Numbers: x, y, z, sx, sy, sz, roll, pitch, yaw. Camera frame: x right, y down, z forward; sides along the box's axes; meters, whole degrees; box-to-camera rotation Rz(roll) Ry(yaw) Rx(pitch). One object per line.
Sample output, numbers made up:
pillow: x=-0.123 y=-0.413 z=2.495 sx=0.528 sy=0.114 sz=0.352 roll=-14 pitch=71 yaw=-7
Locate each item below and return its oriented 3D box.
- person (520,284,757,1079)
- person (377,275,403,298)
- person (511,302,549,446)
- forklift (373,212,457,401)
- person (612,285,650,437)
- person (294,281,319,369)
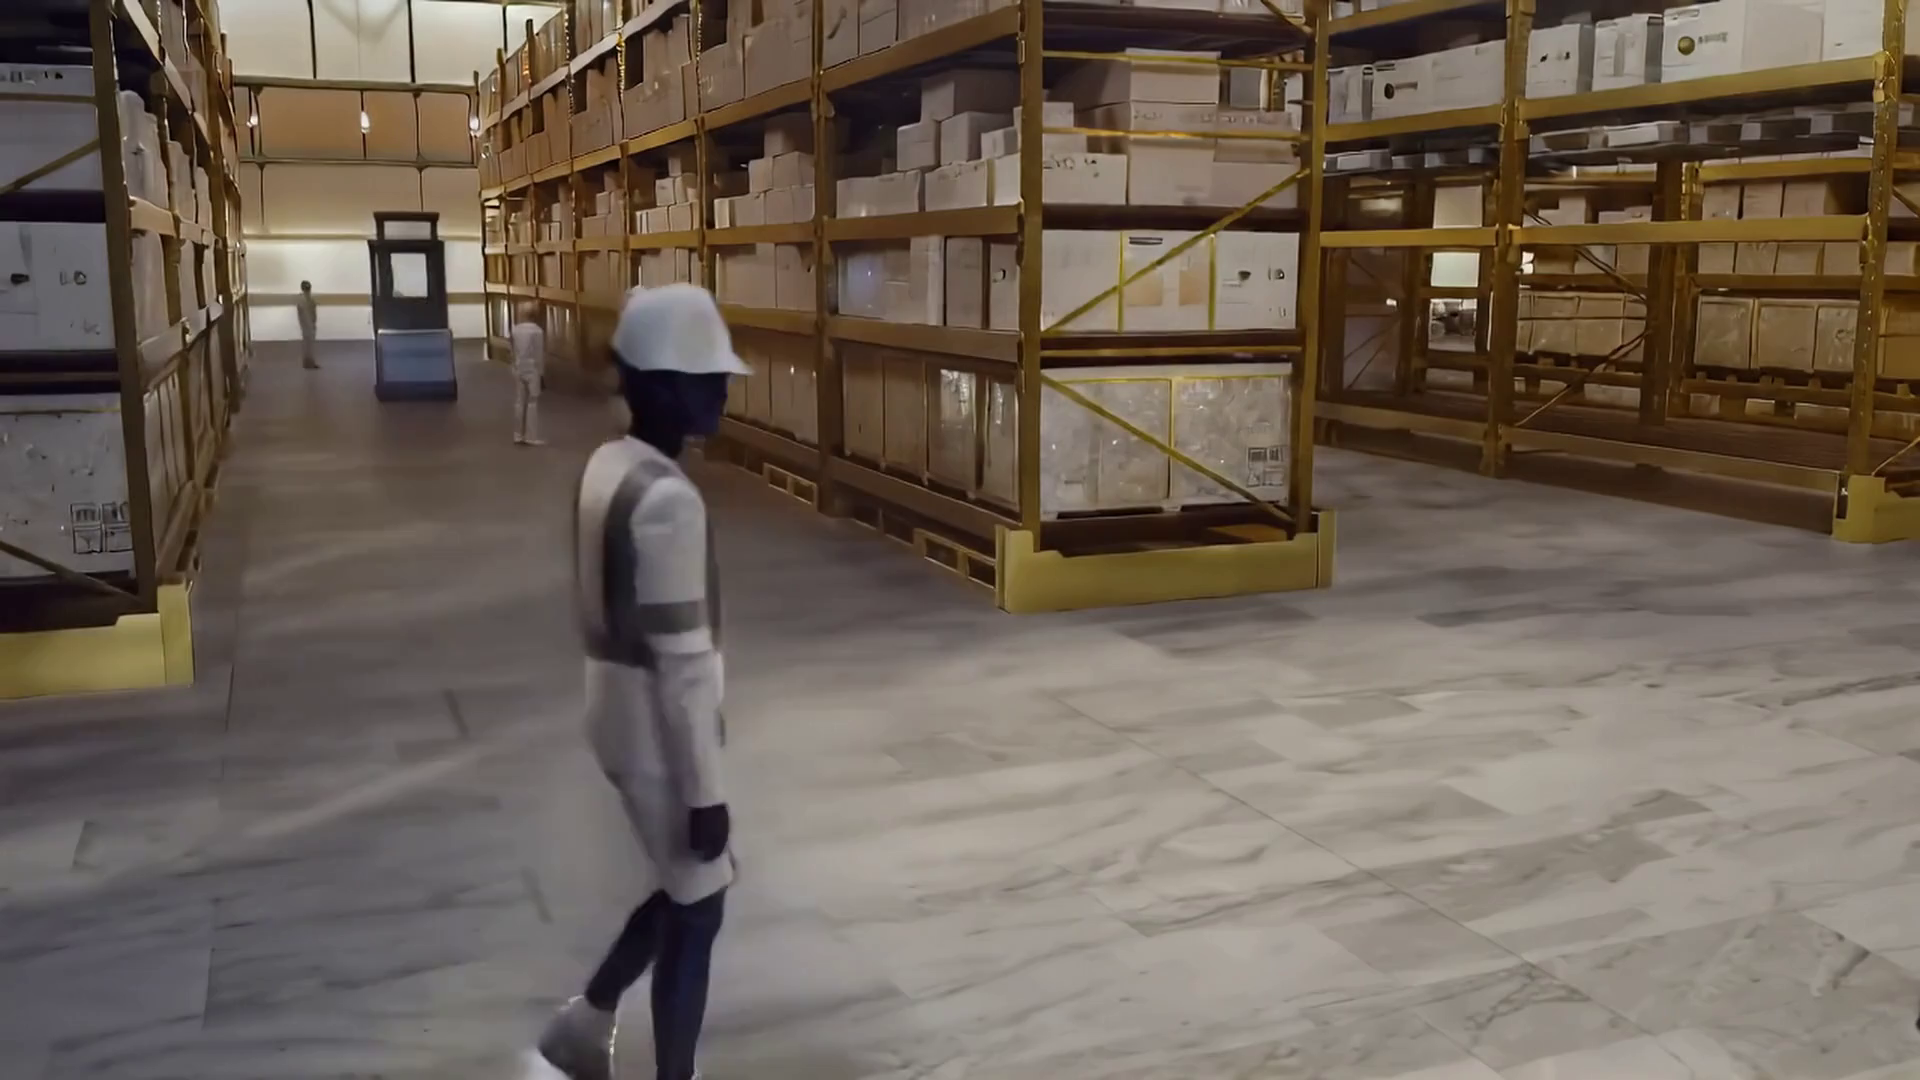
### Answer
person: x=-0.684 y=0.443 z=3.763 sx=0.485 sy=2.024 sz=0.628 roll=-4 pitch=10 yaw=-23
person: x=-11.434 y=-4.433 z=33.291 sx=0.569 sy=1.914 sz=0.621 roll=2 pitch=10 yaw=12
person: x=-4.877 y=-1.876 z=18.839 sx=0.532 sy=1.630 sz=0.330 roll=6 pitch=11 yaw=33
forklift: x=-8.338 y=-3.573 z=25.265 sx=1.129 sy=2.768 sz=1.873 roll=-4 pitch=10 yaw=-22
person: x=-2.171 y=-0.836 z=11.778 sx=0.552 sy=1.918 sz=0.750 roll=-7 pitch=12 yaw=-37
person: x=-12.741 y=-4.201 z=32.539 sx=0.709 sy=1.705 sz=0.408 roll=8 pitch=12 yaw=38
